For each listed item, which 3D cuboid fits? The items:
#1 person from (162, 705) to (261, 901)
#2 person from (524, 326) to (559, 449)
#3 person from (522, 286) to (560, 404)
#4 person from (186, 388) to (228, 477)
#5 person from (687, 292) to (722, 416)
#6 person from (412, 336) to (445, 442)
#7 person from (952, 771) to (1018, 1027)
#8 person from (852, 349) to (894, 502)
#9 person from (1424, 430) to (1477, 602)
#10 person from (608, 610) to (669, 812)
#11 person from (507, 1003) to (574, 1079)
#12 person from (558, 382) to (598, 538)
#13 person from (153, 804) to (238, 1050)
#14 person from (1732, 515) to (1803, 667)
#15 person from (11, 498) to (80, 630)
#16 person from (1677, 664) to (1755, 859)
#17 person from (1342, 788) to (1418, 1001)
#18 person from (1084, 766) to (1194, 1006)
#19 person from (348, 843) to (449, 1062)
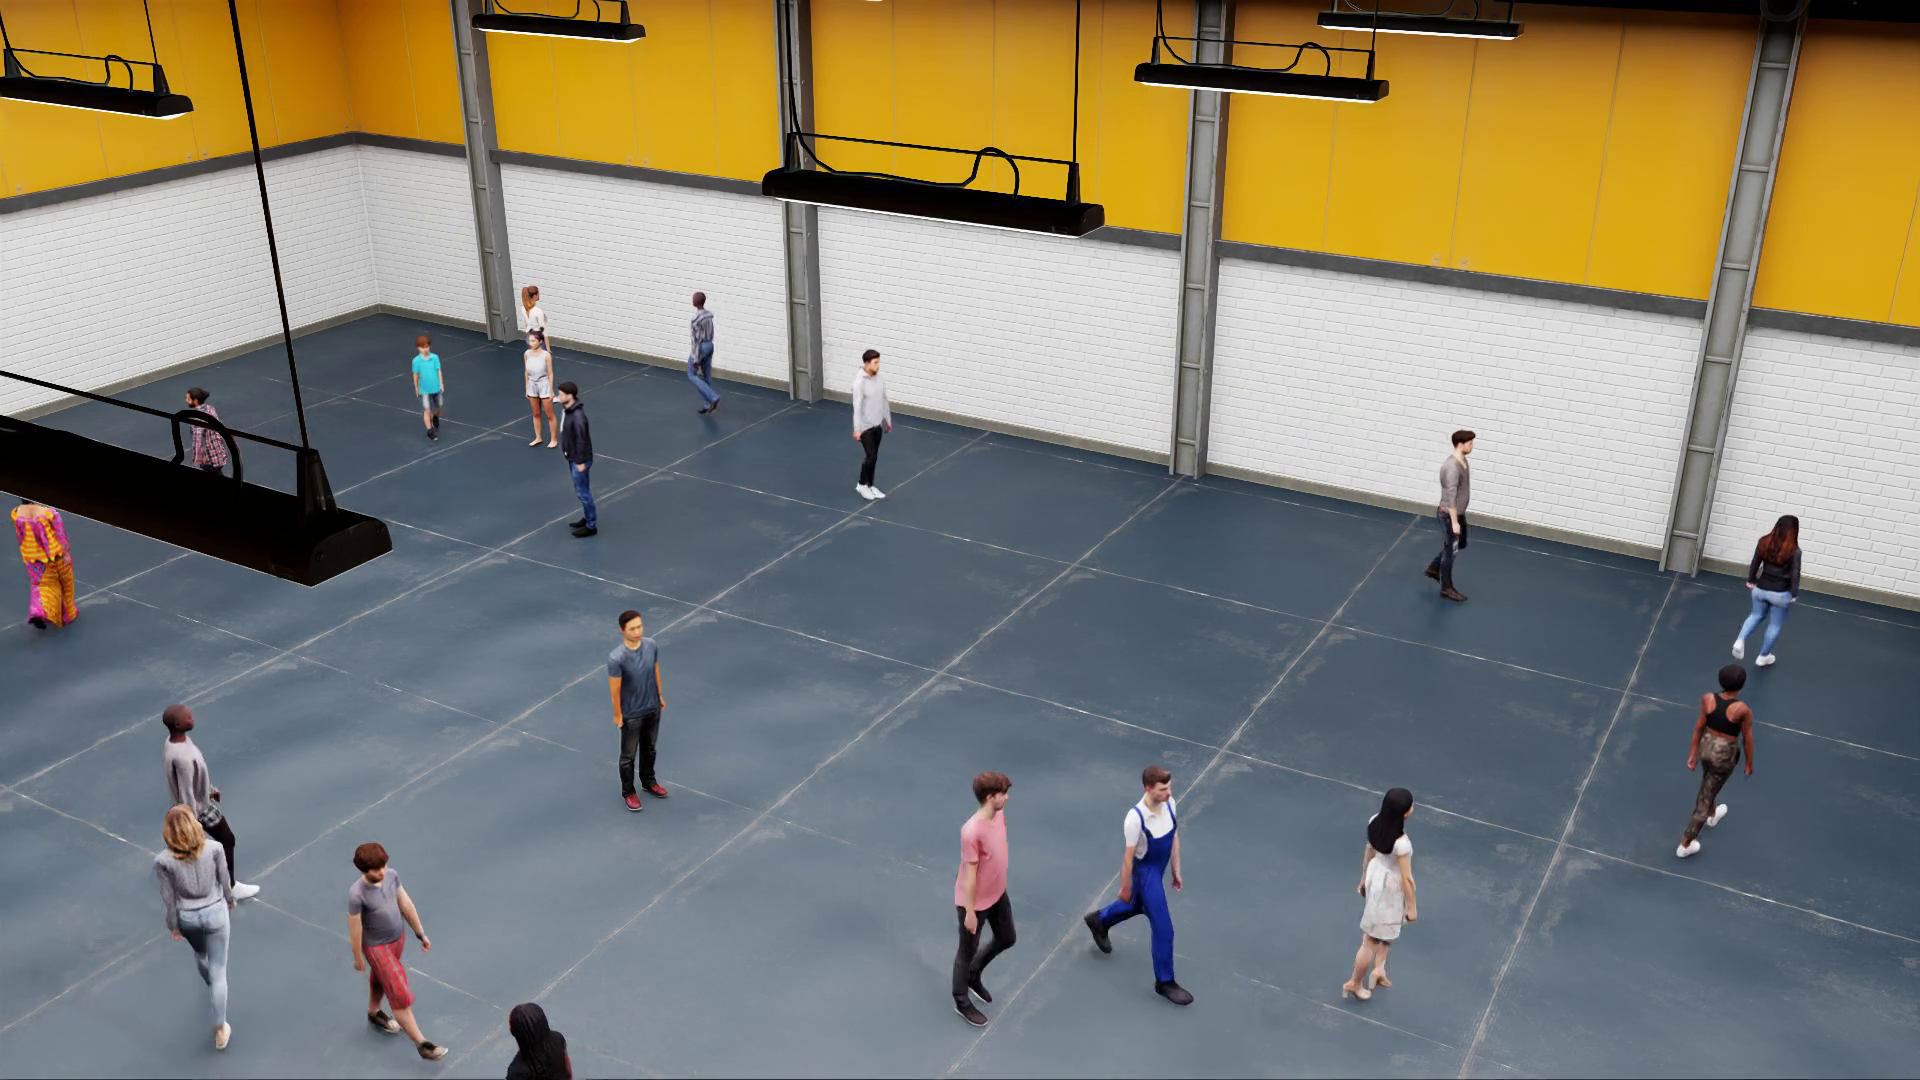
[{"bbox_3d":[-5.942,2.066,12.680,0.867,1.752,0.849,-16,28,-33],"label":"person"},{"bbox_3d":[-5.608,-2.051,22.242,0.509,1.637,0.663,7,25,17],"label":"person"},{"bbox_3d":[-6.070,-2.813,23.882,0.509,1.720,0.695,17,29,34],"label":"person"},{"bbox_3d":[-8.772,-0.971,19.633,0.969,1.747,0.917,-4,24,-9],"label":"person"},{"bbox_3d":[-3.526,-2.579,23.266,0.706,1.784,0.681,10,25,21],"label":"person"},{"bbox_3d":[-7.231,-2.095,22.590,0.722,1.438,0.831,-13,27,-27],"label":"person"},{"bbox_3d":[0.082,2.438,11.581,0.635,1.950,0.709,15,28,31],"label":"person"},{"bbox_3d":[-1.183,-1.434,20.480,0.646,1.917,0.741,17,29,33],"label":"person"},{"bbox_3d":[5.241,-0.288,17.888,0.749,1.895,0.702,13,27,28],"label":"person"},{"bbox_3d":[-2.737,1.408,14.114,0.612,1.809,0.705,20,31,38],"label":"person"},{"bbox_3d":[-2.306,3.438,9.635,1.185,1.677,0.741,9,25,19],"label":"person"},{"bbox_3d":[-4.442,-0.970,19.457,0.818,1.887,0.737,-8,25,-18],"label":"person"},{"bbox_3d":[-5.152,2.655,11.325,1.007,1.759,1.115,-8,25,-17],"label":"person"},{"bbox_3d":[7.960,0.528,16.364,0.884,1.620,0.868,-15,28,-31],"label":"person"},{"bbox_3d":[-9.471,0.157,17.154,0.963,1.665,0.975,-2,24,-4],"label":"person"},{"bbox_3d":[6.038,1.808,13.380,0.928,1.664,1.067,-16,28,-31],"label":"person"},{"bbox_3d":[2.882,2.524,11.623,0.872,1.759,0.814,-7,25,-16],"label":"person"},{"bbox_3d":[1.283,2.368,11.914,1.322,1.812,0.823,20,31,38],"label":"person"},{"bbox_3d":[-3.972,2.739,11.322,1.094,1.606,0.604,12,26,25],"label":"person"}]
